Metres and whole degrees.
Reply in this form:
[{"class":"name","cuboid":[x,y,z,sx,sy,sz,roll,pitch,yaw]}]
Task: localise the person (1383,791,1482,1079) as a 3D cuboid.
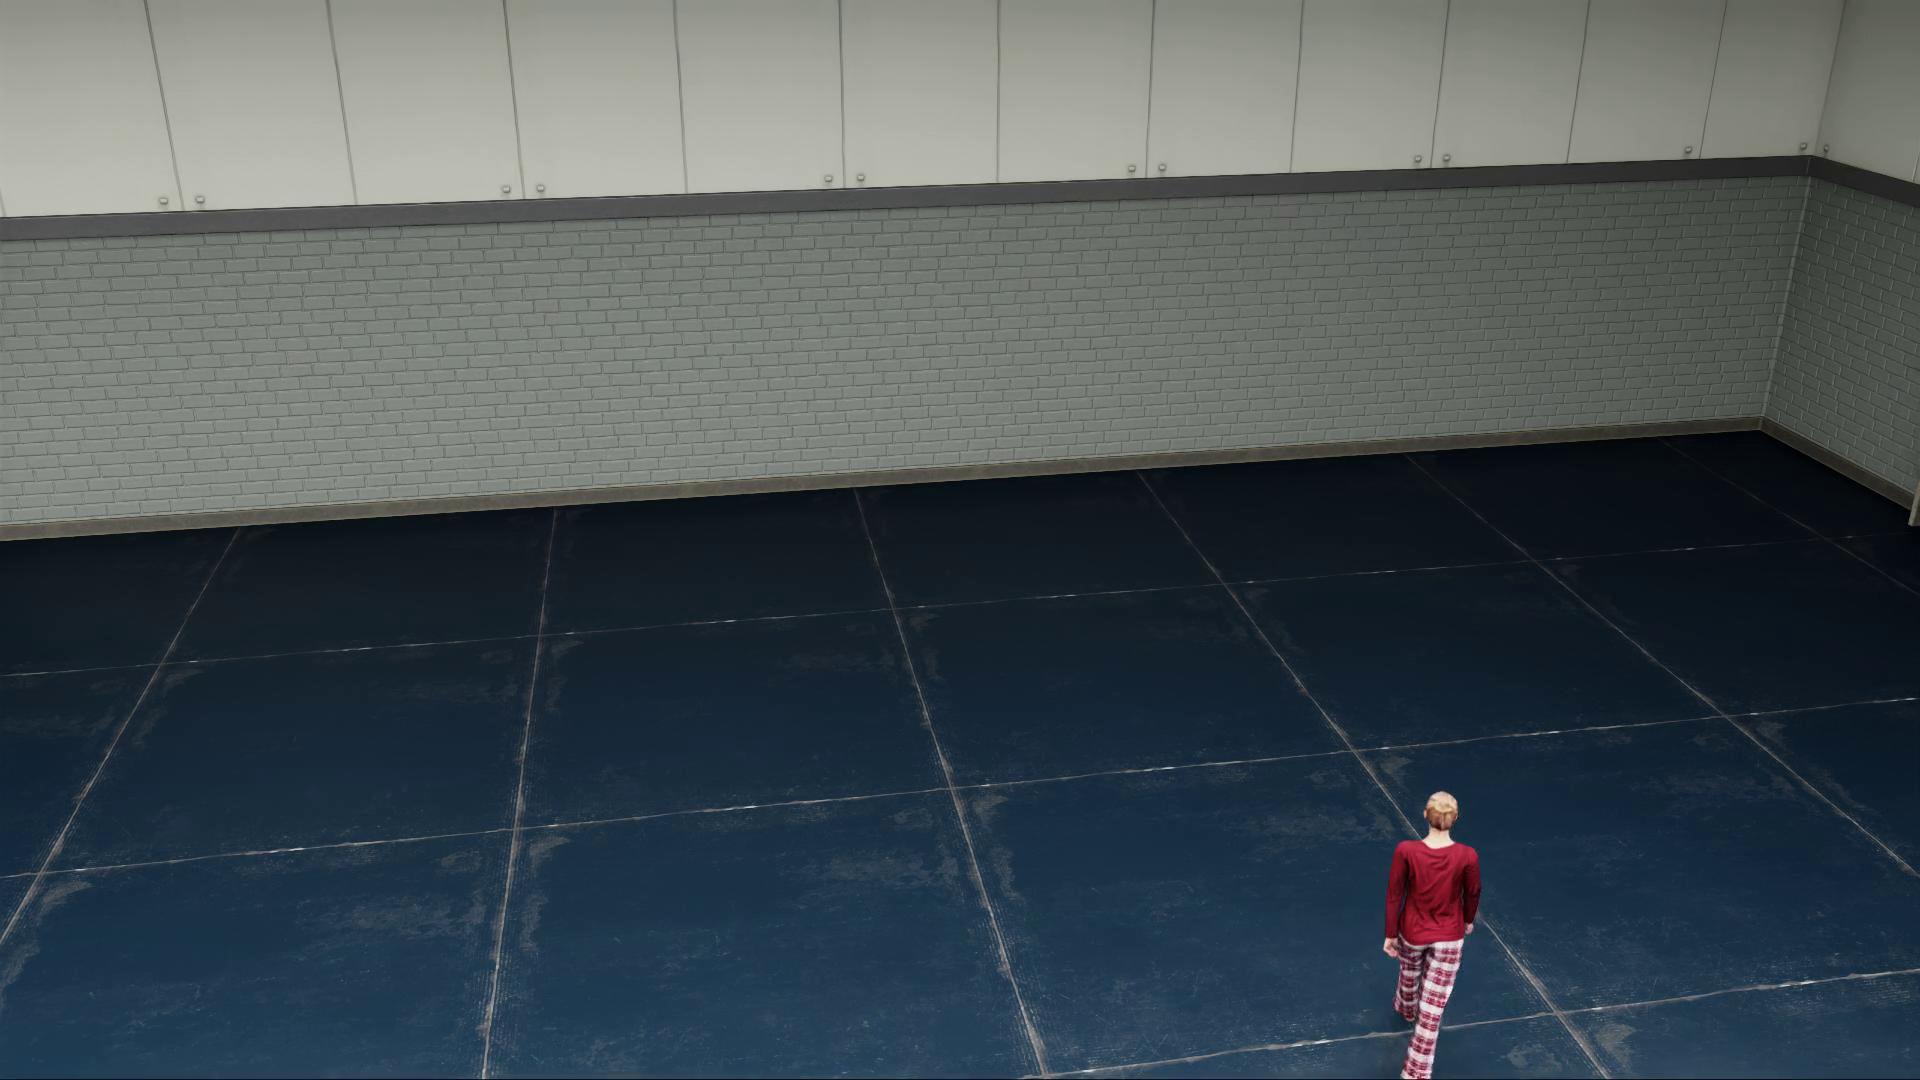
[{"class":"person","cuboid":[2.482,2.123,8.763,0.977,1.651,1.181,8,24,18]}]
